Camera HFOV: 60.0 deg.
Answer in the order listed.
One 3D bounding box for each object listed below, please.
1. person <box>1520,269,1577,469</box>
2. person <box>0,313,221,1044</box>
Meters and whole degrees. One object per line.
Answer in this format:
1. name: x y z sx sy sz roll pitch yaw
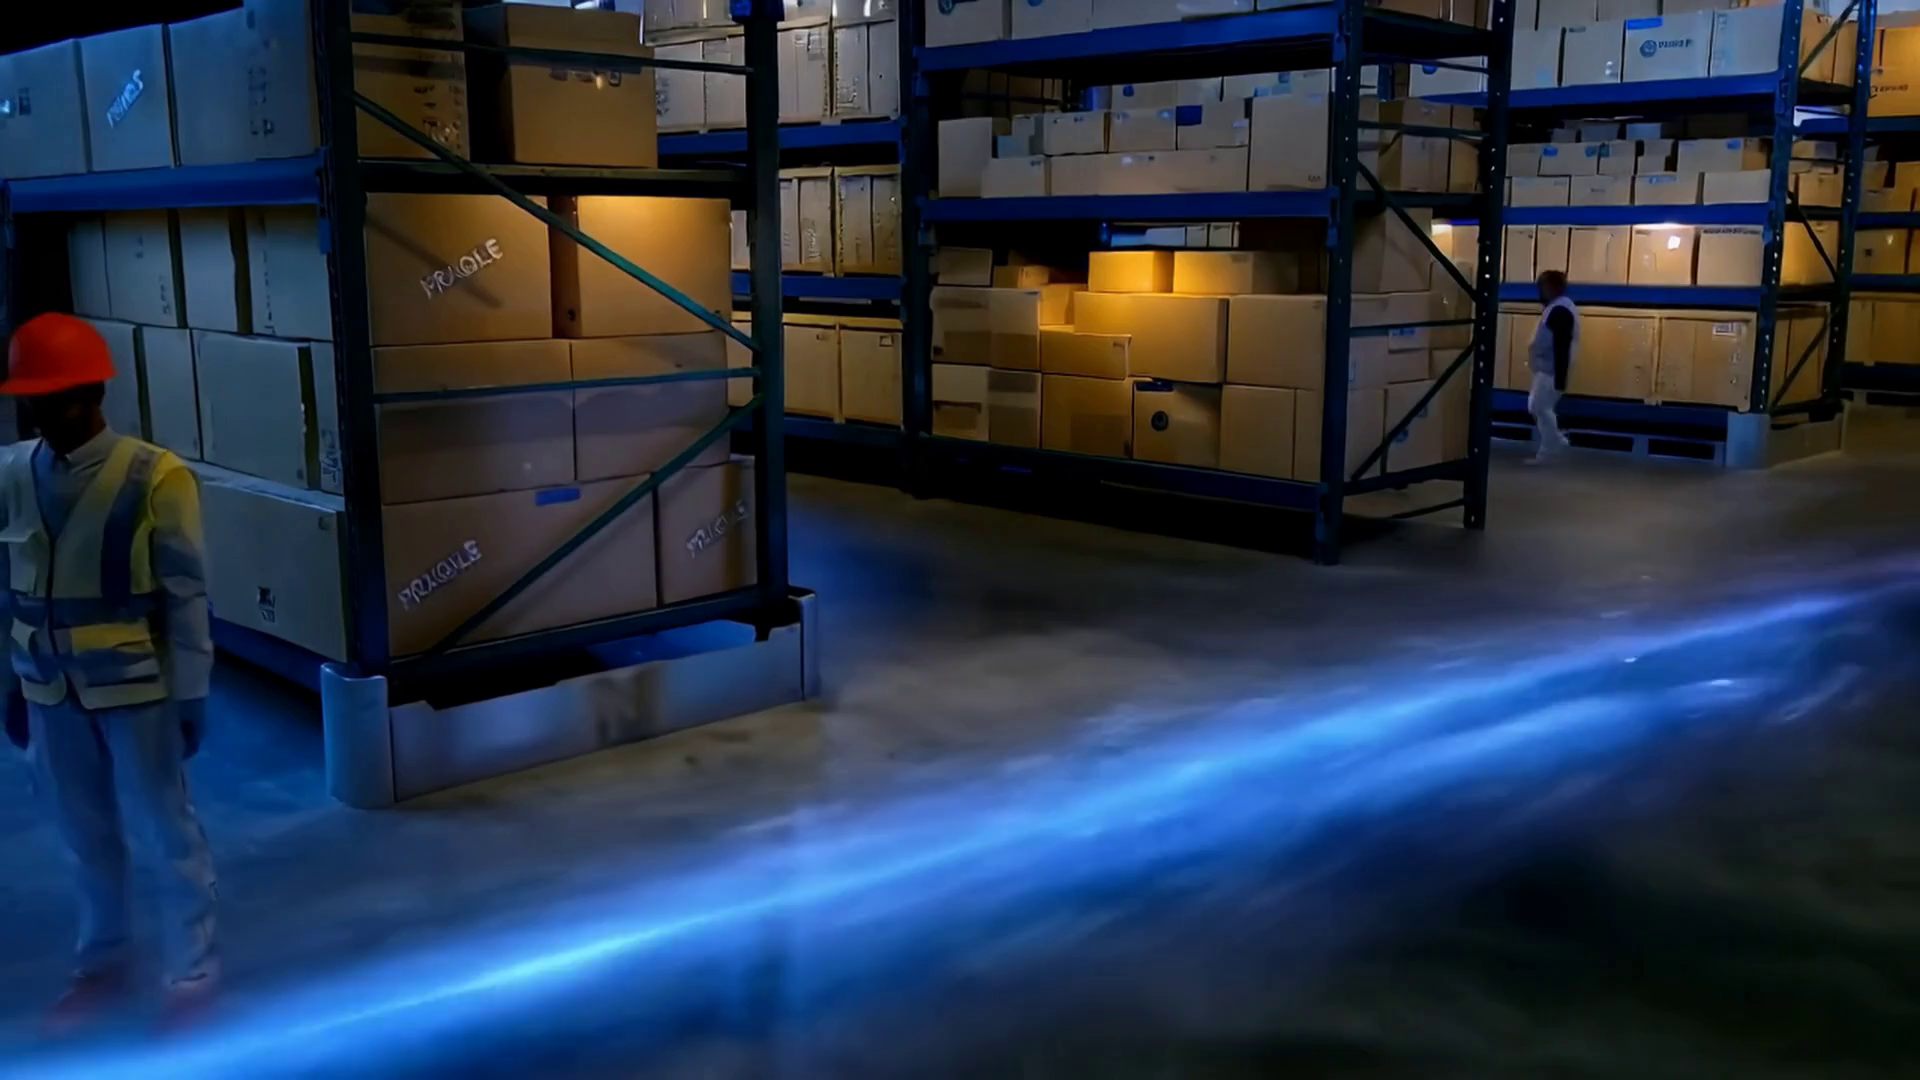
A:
1. person: 5.361 -1.540 15.122 0.434 1.828 0.640 3 11 15
2. person: -2.266 0.378 4.377 0.606 1.937 0.417 2 11 9
